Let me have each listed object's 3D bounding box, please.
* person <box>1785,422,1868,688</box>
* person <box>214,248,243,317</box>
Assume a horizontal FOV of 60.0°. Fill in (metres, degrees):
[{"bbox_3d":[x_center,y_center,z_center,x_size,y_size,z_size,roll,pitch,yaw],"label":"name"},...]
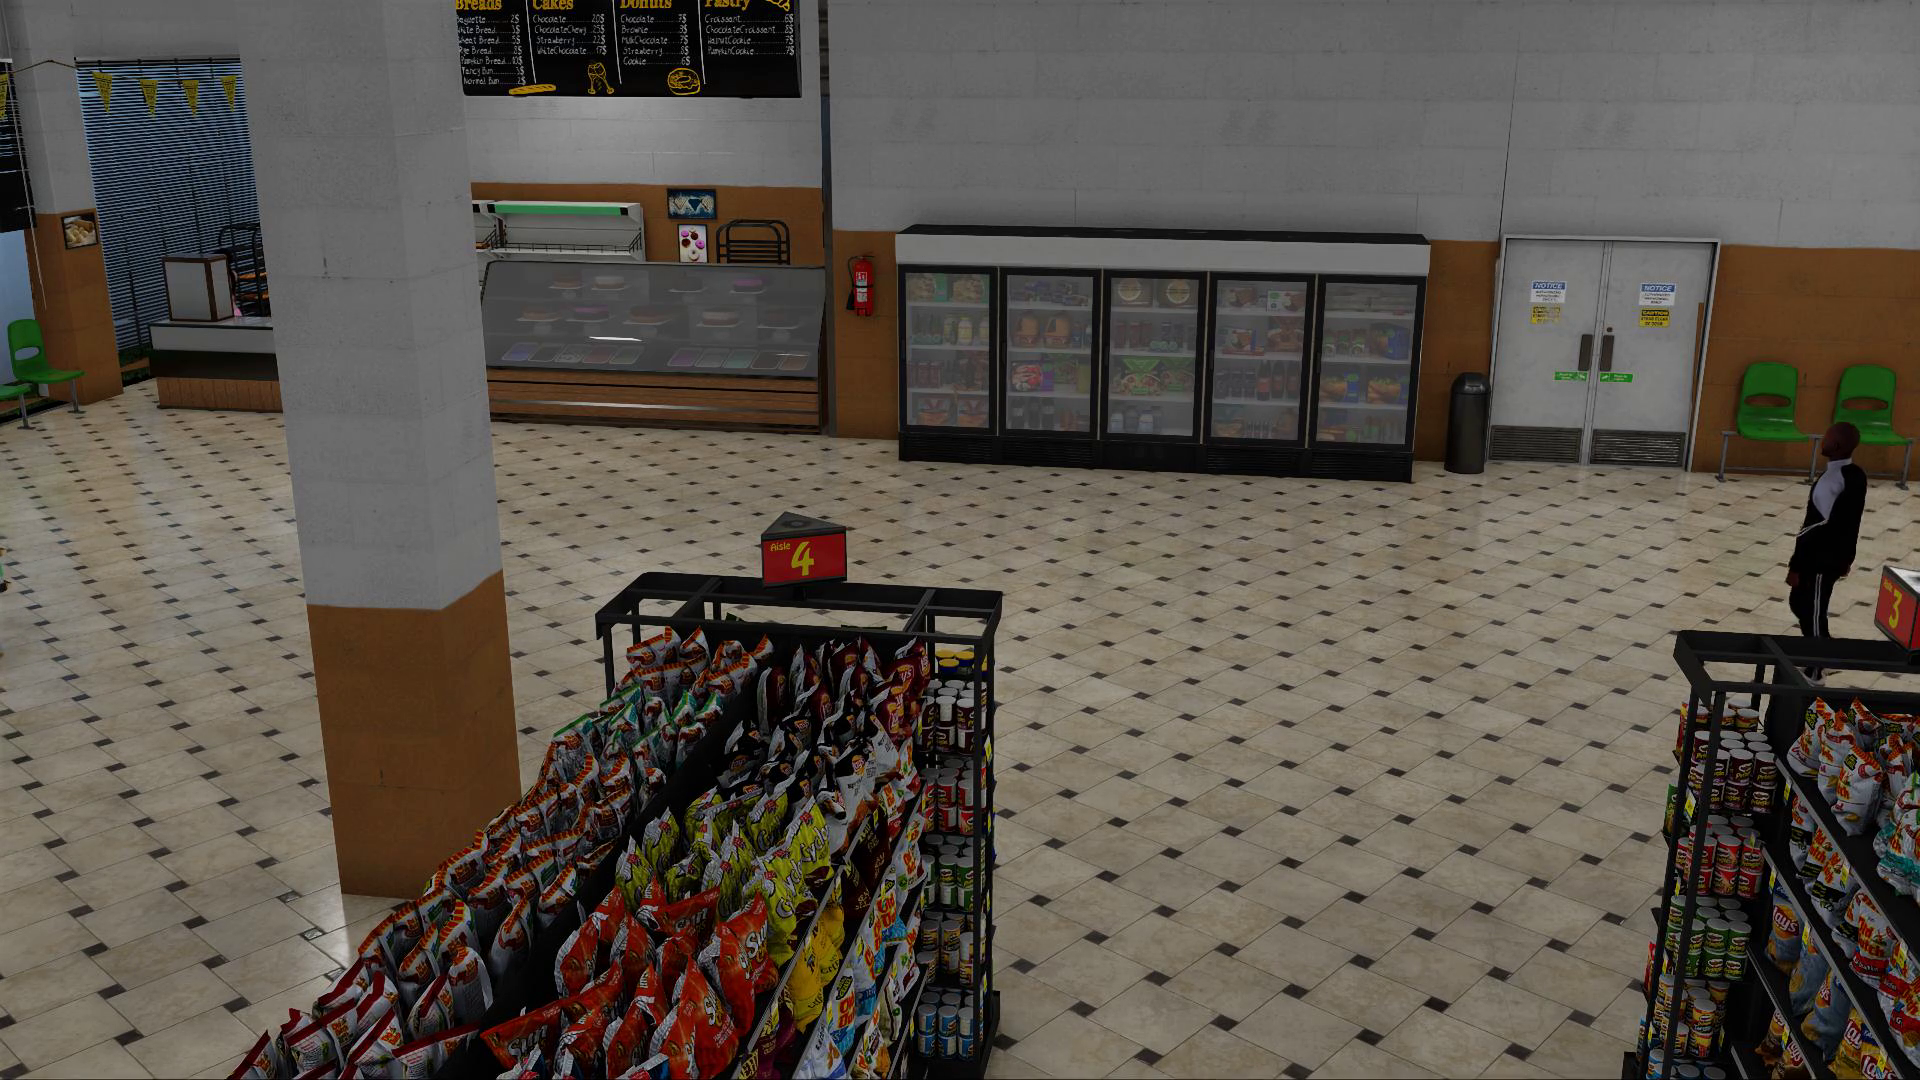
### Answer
[{"bbox_3d":[5.694,0.138,10.777,0.805,1.818,0.878,-13,21,-37],"label":"person"},{"bbox_3d":[-8.853,-2.675,20.174,0.672,1.740,0.503,0,17,0],"label":"person"}]
